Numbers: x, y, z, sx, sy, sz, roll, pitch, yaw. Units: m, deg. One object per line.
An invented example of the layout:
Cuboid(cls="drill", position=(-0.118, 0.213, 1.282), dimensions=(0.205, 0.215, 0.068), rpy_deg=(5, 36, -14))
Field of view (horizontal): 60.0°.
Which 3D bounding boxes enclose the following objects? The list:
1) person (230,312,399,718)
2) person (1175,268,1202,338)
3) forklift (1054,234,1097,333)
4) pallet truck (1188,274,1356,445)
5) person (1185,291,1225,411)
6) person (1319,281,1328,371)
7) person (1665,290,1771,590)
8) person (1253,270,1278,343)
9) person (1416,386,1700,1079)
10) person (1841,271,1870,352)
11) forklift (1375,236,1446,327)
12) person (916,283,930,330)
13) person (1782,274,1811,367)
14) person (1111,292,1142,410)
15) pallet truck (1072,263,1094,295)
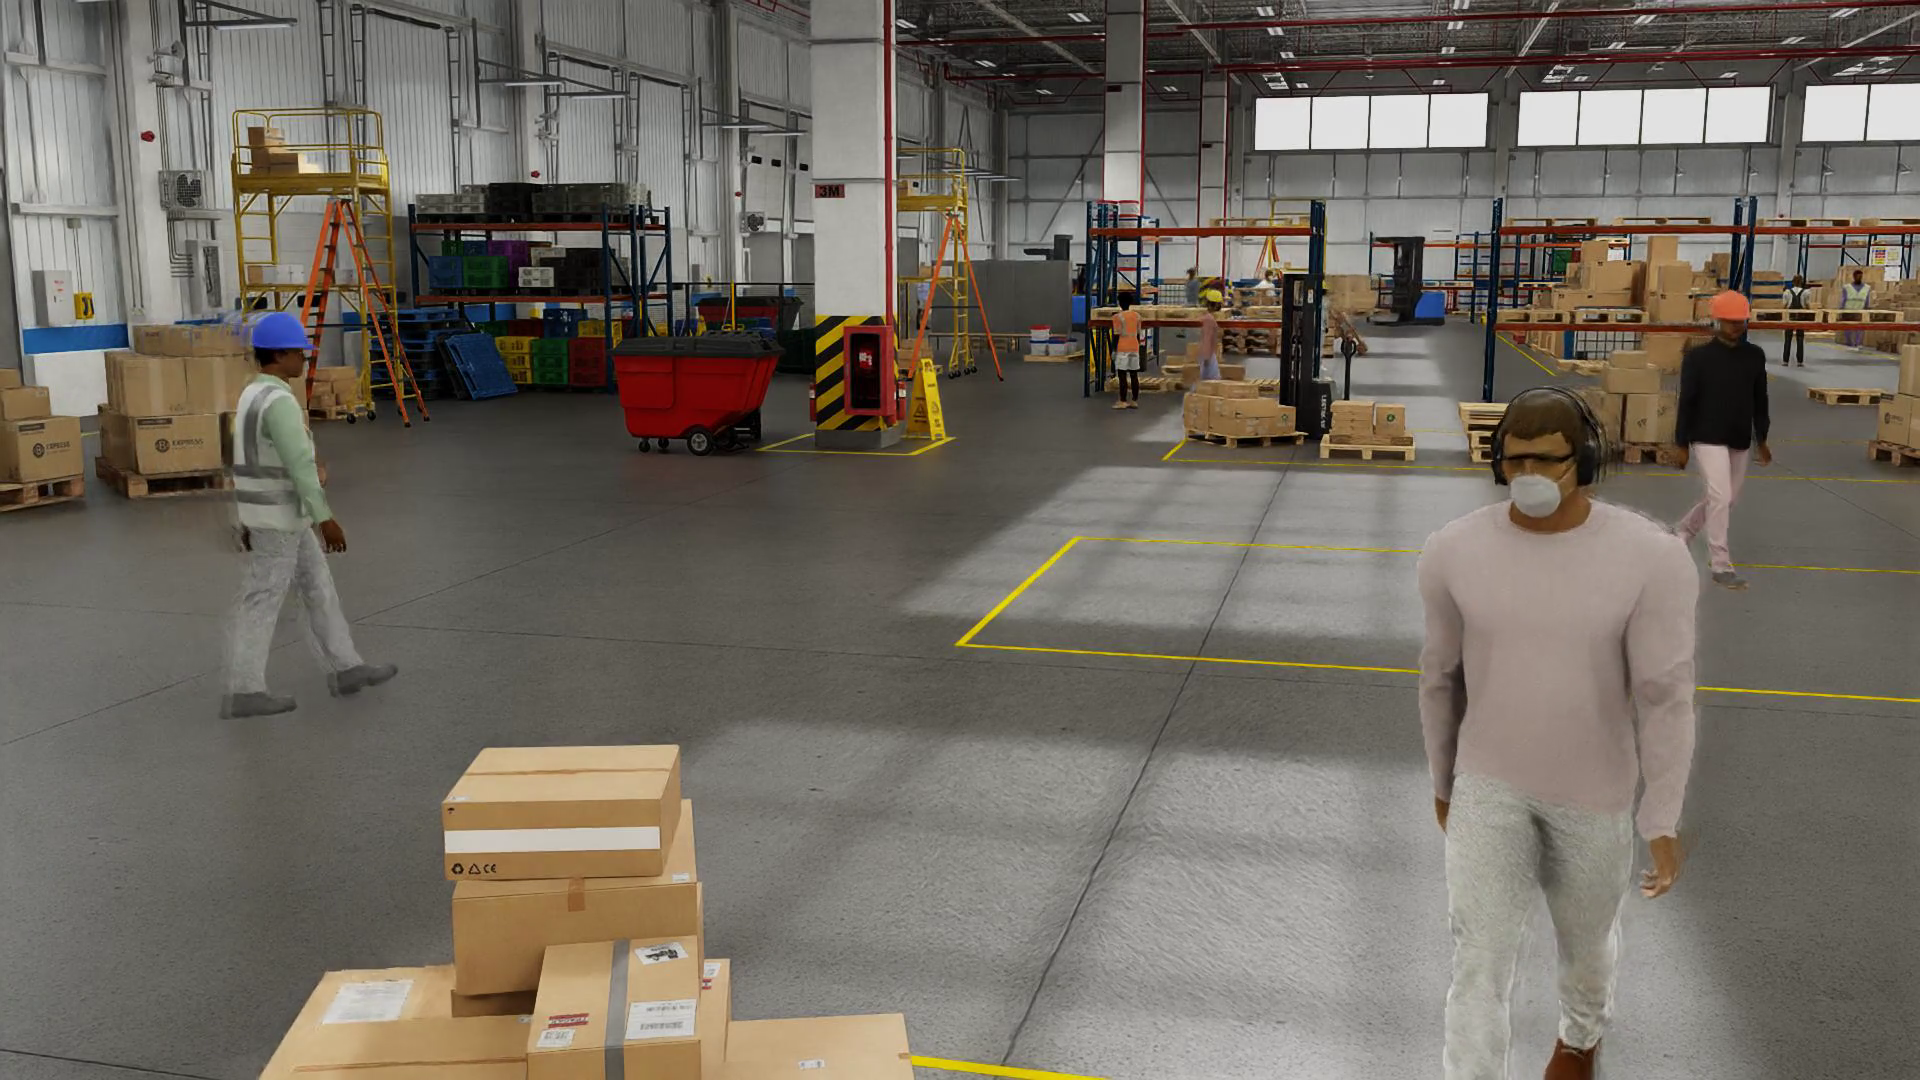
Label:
Cuboid(cls="person", position=(-3.122, -0.121, 7.969), dimensions=(0.916, 1.908, 0.617), rpy_deg=(-5, 11, -28))
Cuboid(cls="person", position=(6.334, -6.416, 45.078), dimensions=(0.976, 1.903, 0.644), rpy_deg=(-5, 11, -26))
Cuboid(cls="forklift", position=(2.933, -7.338, 47.611), dimensions=(1.873, 2.768, 1.129), rpy_deg=(2, 10, 14))
Cuboid(cls="pallet truck", position=(3.653, -2.138, 19.590), dimensions=(1.885, 1.965, 0.823), rpy_deg=(-4, 10, -20))
Cuboid(cls="person", position=(3.402, -2.496, 22.467), dimensions=(0.746, 1.733, 0.544), rpy_deg=(1, 10, 7))
Cuboid(cls="person", position=(6.890, -4.110, 31.969), dimensions=(0.485, 1.736, 0.321), rpy_deg=(-5, 11, -28))
Cuboid(cls="person", position=(5.074, -0.697, 11.200), dimensions=(0.605, 1.971, 0.887), rpy_deg=(-3, 10, -15))
Cuboid(cls="person", position=(7.484, -5.629, 40.489), dimensions=(1.043, 1.884, 0.653), rpy_deg=(8, 13, 40))
Cuboid(cls="person", position=(1.400, 0.570, 3.972), dimensions=(0.634, 1.900, 0.979), rpy_deg=(4, 11, 25))
Cuboid(cls="person", position=(20.682, -5.274, 38.433), dimensions=(0.611, 1.860, 1.007), rpy_deg=(3, 10, 17))
Cuboid(cls="forklift", position=(14.140, -8.083, 51.994), dimensions=(1.873, 2.768, 1.129), rpy_deg=(-2, 10, -12))
Cuboid(cls="person", position=(-1.099, -7.319, 50.311), dimensions=(0.404, 1.927, 0.555), rpy_deg=(7, 12, 37))
Cuboid(cls="person", position=(16.713, -4.383, 33.280), dimensions=(0.505, 1.838, 0.348), rpy_deg=(5, 11, 29))
Cuboid(cls="person", position=(2.375, -2.706, 23.814), dimensions=(0.530, 1.696, 0.321), rpy_deg=(-8, 12, -38))
Cuboid(cls="pallet truck", position=(4.325, -8.180, 55.162), dimensions=(0.823, 1.965, 1.885), rpy_deg=(6, 11, 31))
